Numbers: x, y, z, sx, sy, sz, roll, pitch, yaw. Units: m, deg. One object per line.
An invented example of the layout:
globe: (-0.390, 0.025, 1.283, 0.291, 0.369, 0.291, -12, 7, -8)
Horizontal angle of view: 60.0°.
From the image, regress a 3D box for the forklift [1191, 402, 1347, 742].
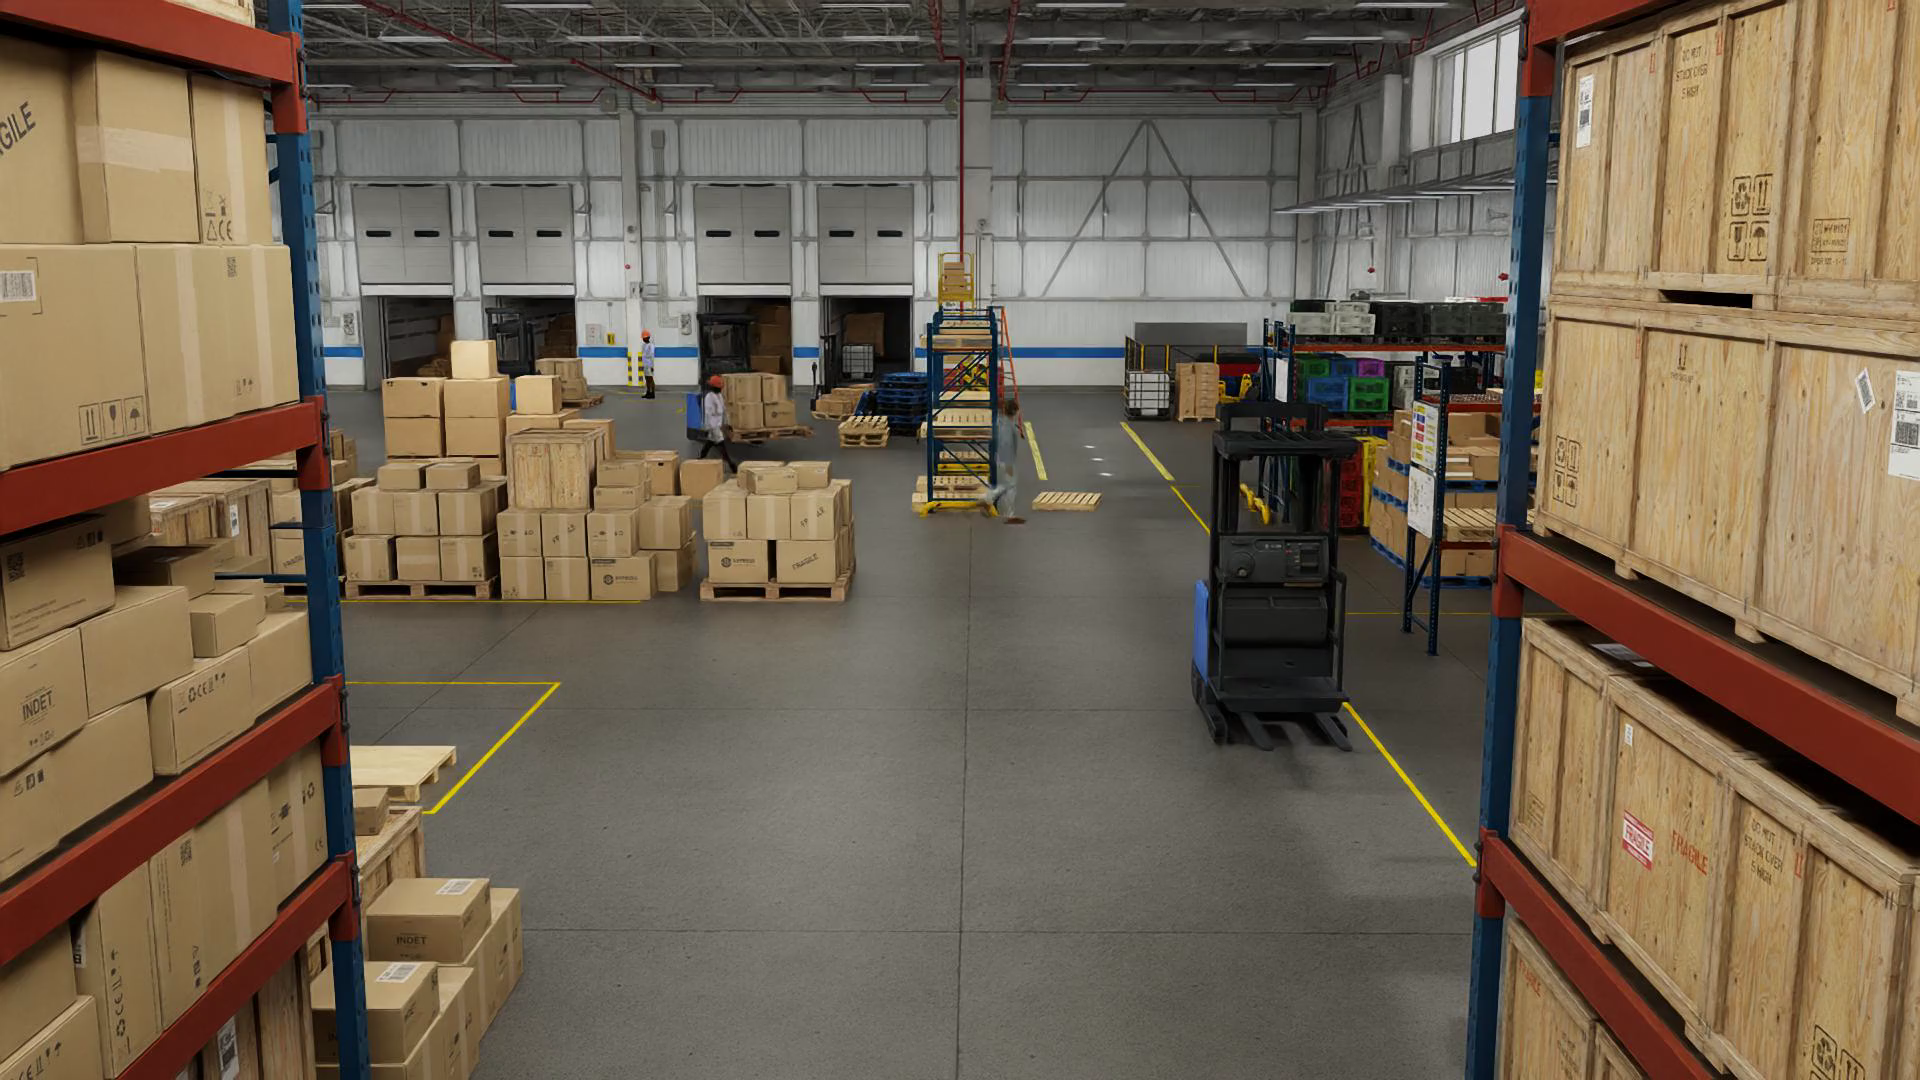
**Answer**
forklift: (2.697, 0.184, 14.638, 1.129, 2.768, 1.873, 0, 10, 1)

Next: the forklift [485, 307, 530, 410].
forklift: (-10.754, -4.150, 39.646, 1.129, 2.768, 1.873, 0, 10, 1)

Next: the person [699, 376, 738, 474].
person: (-4.534, -2.142, 31.007, 1.036, 1.859, 0.615, 2, 10, 11)

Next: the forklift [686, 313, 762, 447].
forklift: (-5.157, -3.490, 35.836, 1.129, 2.768, 1.873, -5, 11, -27)

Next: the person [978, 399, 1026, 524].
person: (0.660, -1.191, 25.359, 0.634, 1.923, 0.632, 0, 10, -1)

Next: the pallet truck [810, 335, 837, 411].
pallet truck: (-3.021, -4.312, 43.126, 1.885, 1.965, 0.823, 3, 10, 17)

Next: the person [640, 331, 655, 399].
person: (-8.846, -4.959, 47.063, 0.386, 1.929, 0.544, -8, 13, -39)
